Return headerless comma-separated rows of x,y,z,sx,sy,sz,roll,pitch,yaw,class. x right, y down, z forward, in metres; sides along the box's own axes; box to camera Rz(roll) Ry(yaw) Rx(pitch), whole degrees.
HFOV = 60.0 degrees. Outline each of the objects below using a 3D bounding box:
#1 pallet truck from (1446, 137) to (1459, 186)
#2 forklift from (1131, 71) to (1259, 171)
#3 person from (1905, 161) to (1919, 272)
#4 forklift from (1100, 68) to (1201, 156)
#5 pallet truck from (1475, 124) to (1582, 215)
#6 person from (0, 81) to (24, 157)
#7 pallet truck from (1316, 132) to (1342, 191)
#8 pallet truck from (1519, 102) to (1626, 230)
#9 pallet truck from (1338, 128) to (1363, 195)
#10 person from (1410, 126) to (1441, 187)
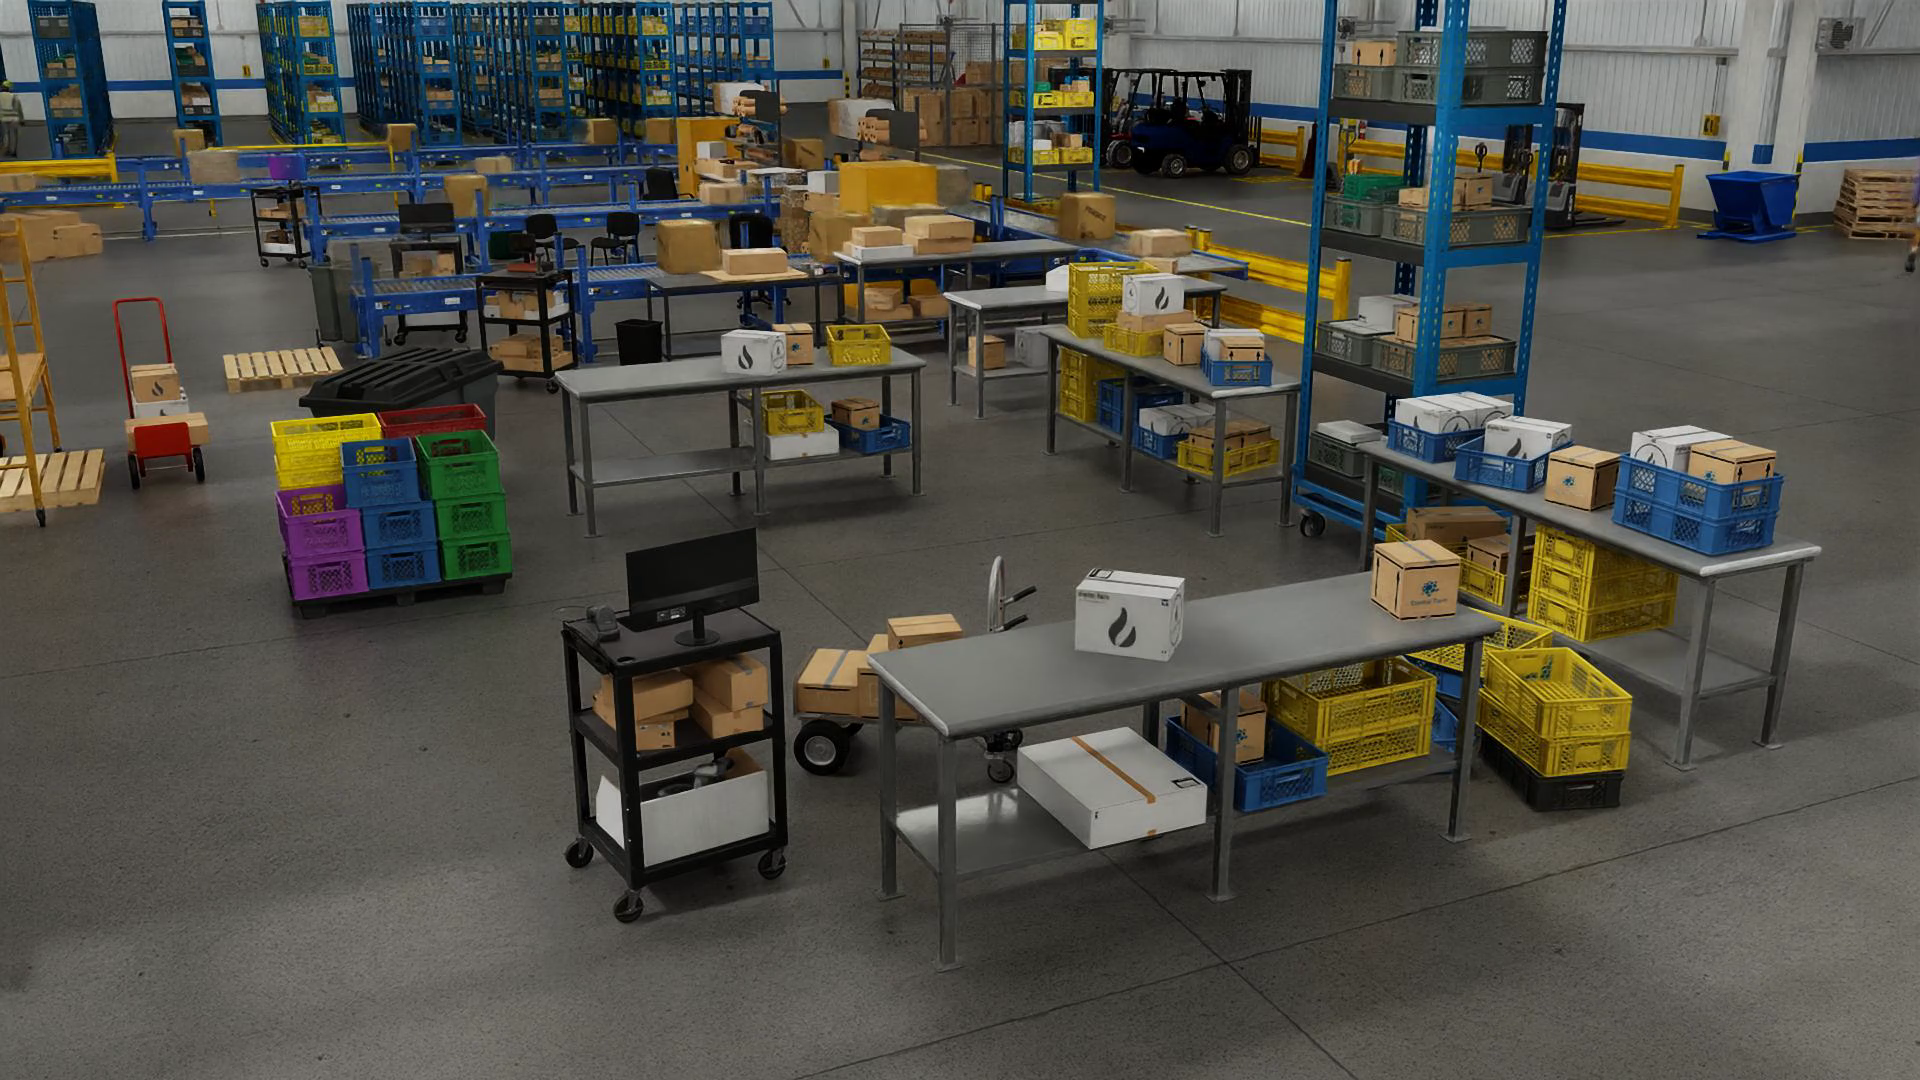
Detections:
9.184,-6.485,29.328,1.630,1.274,0.653,-8,19,-23,pallet truck
4.998,-8.936,35.413,2.680,1.987,1.157,-9,20,-25,forklift
12.773,-4.451,21.752,0.619,2.021,0.689,17,24,42,person
4.082,-9.564,37.410,2.680,1.987,1.157,-8,19,-23,forklift
9.707,-6.455,28.103,1.885,1.965,0.823,-7,19,-20,pallet truck
-22.911,-10.158,40.126,0.616,1.777,0.778,-6,19,-18,person
7.723,-7.504,32.656,1.601,1.201,0.680,-8,19,-23,pallet truck
9.972,-6.037,26.785,1.885,1.965,0.823,-9,20,-25,pallet truck
7.845,-7.140,31.411,1.522,1.261,0.704,-9,20,-25,pallet truck
8.238,-6.728,29.162,0.644,1.878,0.427,1,18,3,person
